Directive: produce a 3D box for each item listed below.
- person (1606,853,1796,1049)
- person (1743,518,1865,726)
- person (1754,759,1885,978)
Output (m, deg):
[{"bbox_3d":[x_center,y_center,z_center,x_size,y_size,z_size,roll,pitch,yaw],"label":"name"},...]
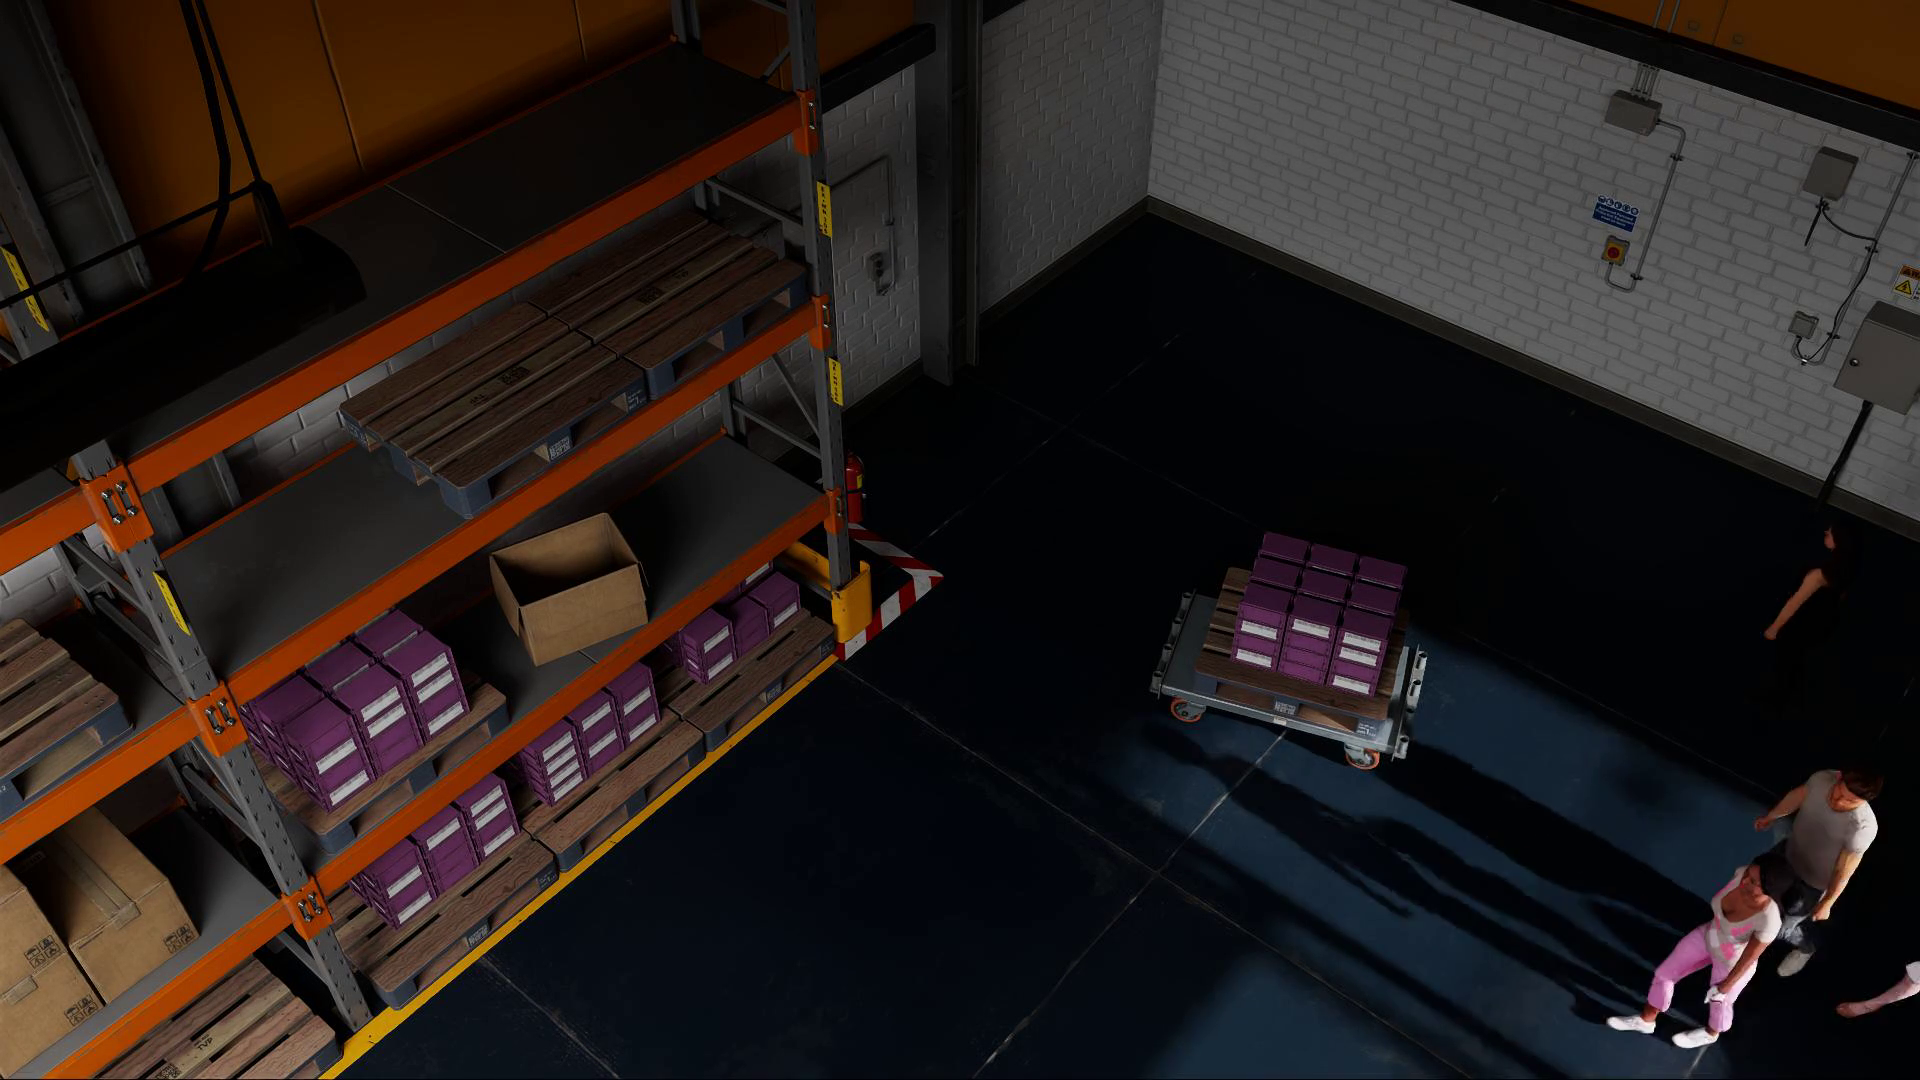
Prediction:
[{"bbox_3d":[4.070,2.163,8.672,0.956,1.721,0.899,-3,44,-3],"label":"person"},{"bbox_3d":[5.340,0.578,10.366,0.640,1.680,0.721,-24,49,-23],"label":"person"},{"bbox_3d":[4.638,1.766,8.982,1.026,1.869,0.959,4,44,4],"label":"person"}]
